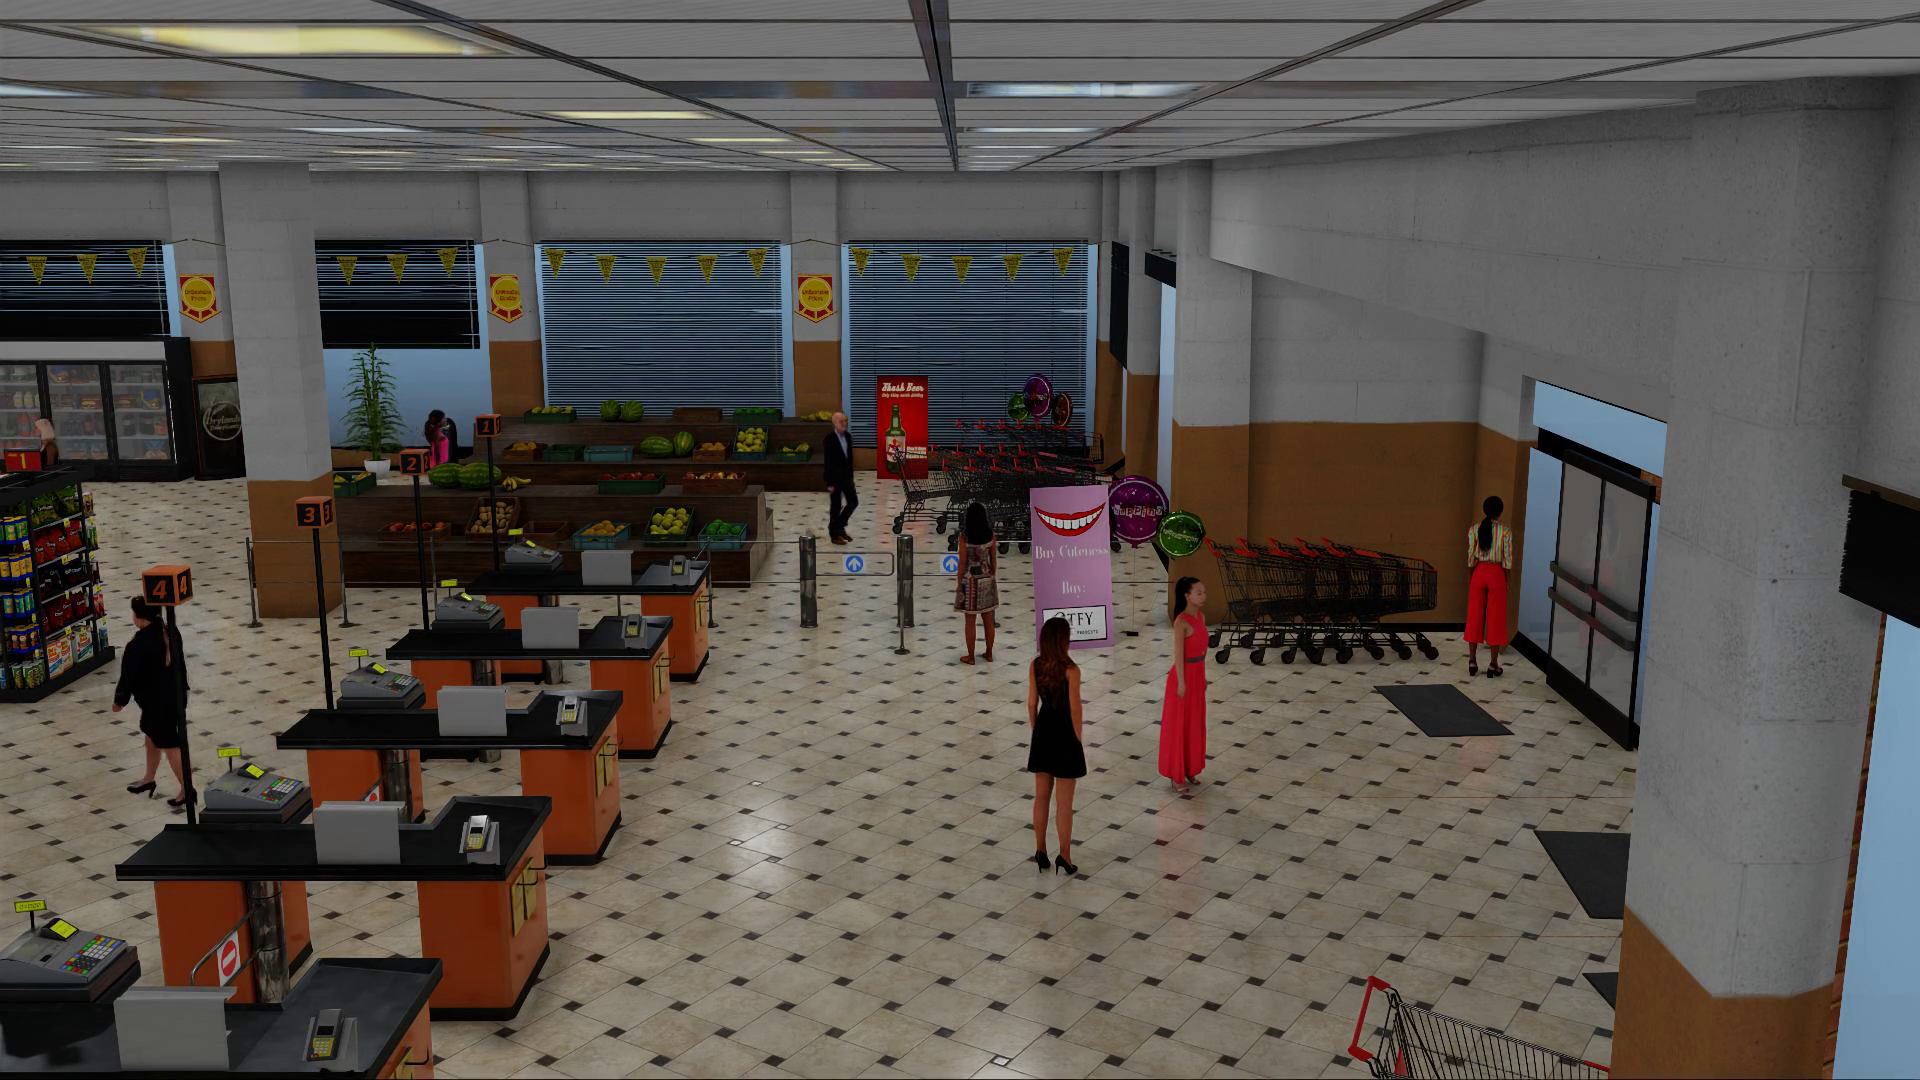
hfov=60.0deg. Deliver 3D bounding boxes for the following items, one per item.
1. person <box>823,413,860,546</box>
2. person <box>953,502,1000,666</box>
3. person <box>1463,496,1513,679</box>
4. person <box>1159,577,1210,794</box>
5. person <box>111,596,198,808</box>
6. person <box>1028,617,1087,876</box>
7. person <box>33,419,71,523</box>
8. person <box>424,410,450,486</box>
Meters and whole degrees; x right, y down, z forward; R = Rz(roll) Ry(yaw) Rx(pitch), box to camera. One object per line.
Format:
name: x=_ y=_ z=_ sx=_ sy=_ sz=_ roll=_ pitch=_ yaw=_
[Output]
person: x=-1.679 y=-0.834 z=22.396 sx=0.855 sy=1.787 sz=0.808 roll=10 pitch=16 yaw=41
person: x=0.165 y=0.427 z=16.753 sx=0.641 sy=1.644 sz=0.784 roll=-6 pitch=13 yaw=-27
person: x=5.172 y=0.449 z=16.291 sx=0.633 sy=1.792 sz=0.739 roll=7 pitch=14 yaw=31
person: x=1.805 y=1.132 z=13.205 sx=0.759 sy=1.727 sz=0.718 roll=9 pitch=15 yaw=37
person: x=-6.072 y=1.261 z=12.778 sx=0.918 sy=1.650 sz=0.771 roll=1 pitch=12 yaw=6
person: x=0.655 y=1.429 z=11.534 sx=0.641 sy=1.834 sz=0.732 roll=8 pitch=14 yaw=34
person: x=-11.985 y=-0.753 z=22.141 sx=0.795 sy=1.734 sz=0.752 roll=-9 pitch=15 yaw=-36
person: x=-7.342 y=-0.953 z=23.152 sx=0.735 sy=1.708 sz=0.683 roll=-4 pitch=13 yaw=-20
